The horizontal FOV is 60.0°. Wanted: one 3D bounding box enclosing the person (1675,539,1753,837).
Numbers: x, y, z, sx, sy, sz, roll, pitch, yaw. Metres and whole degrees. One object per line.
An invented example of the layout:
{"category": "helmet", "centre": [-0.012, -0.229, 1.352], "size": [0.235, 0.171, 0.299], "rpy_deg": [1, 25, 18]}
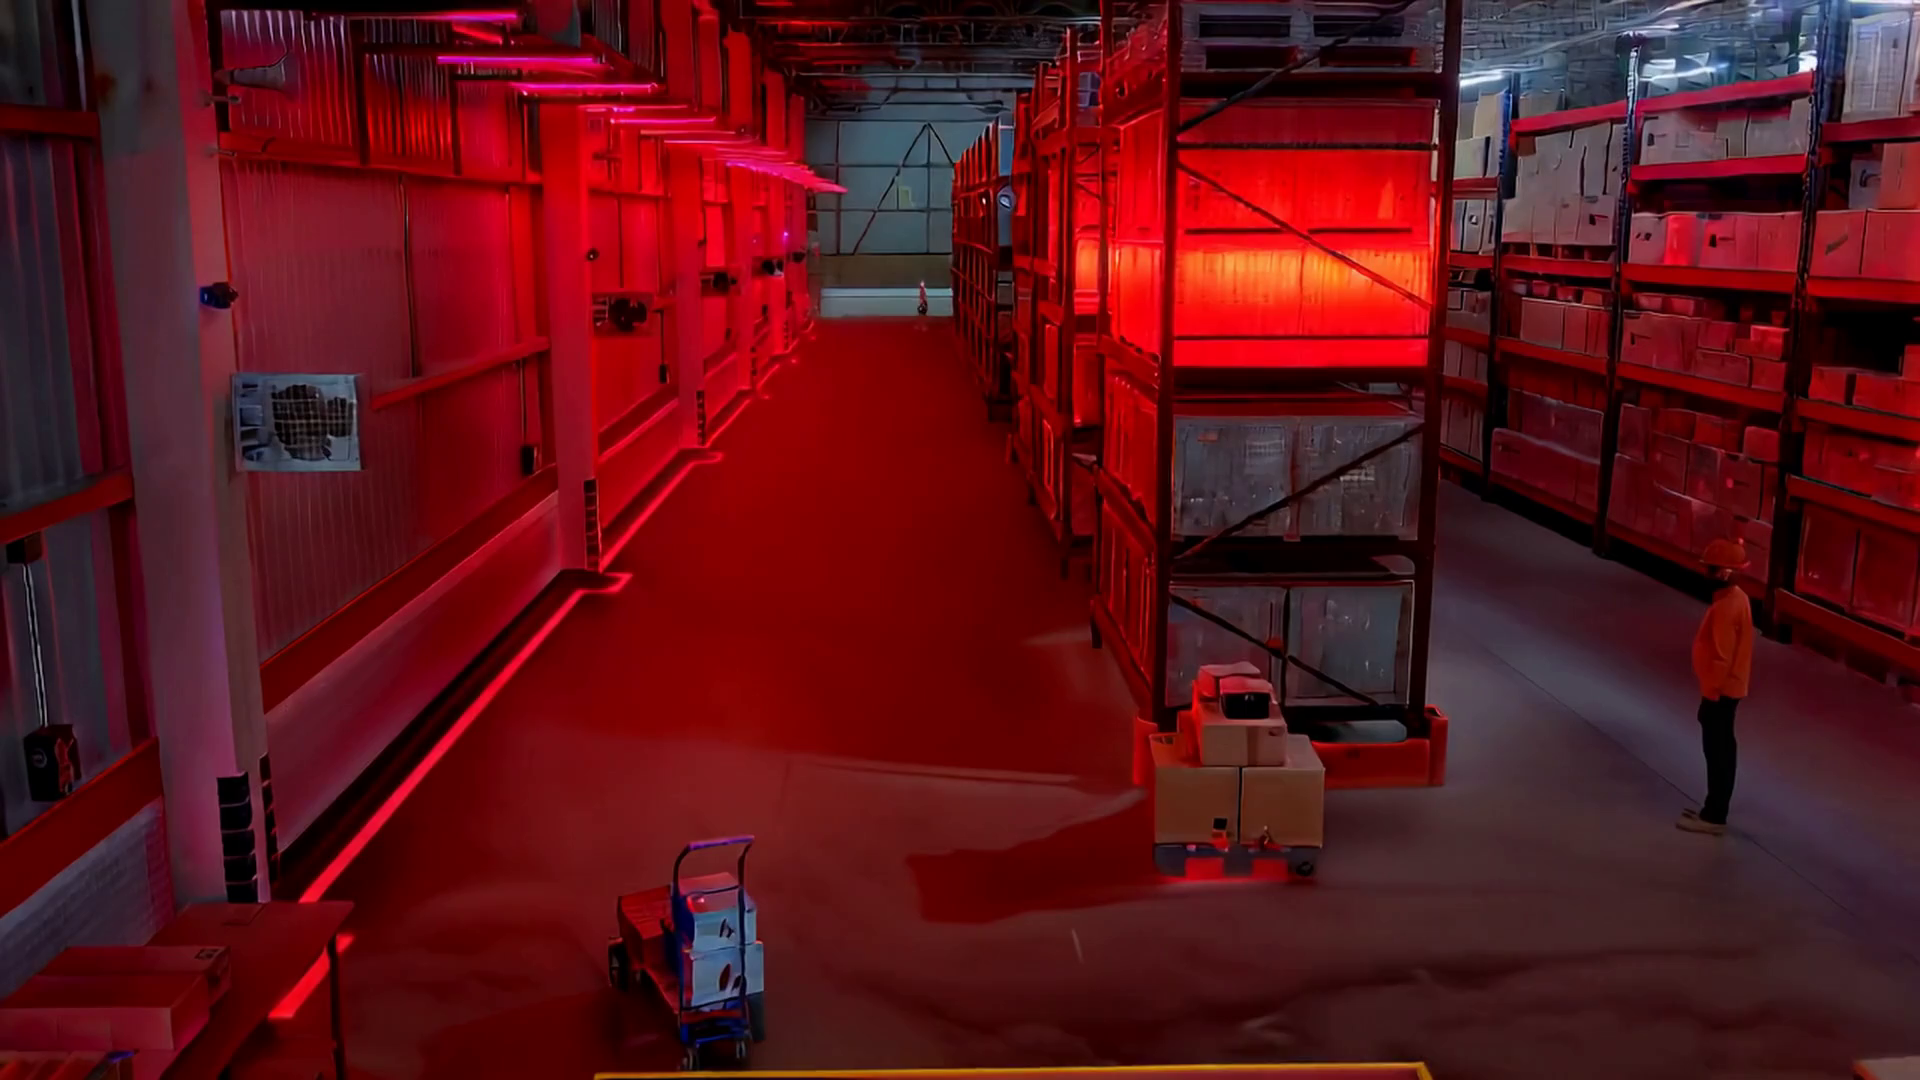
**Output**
{"category": "person", "centre": [5.044, 0.976, 11.078], "size": [0.378, 1.996, 0.611], "rpy_deg": [7, 13, 32]}

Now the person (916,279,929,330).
{"category": "person", "centre": [-1.388, -8.755, 61.906], "size": [0.448, 1.925, 0.544], "rpy_deg": [-5, 12, -25]}
